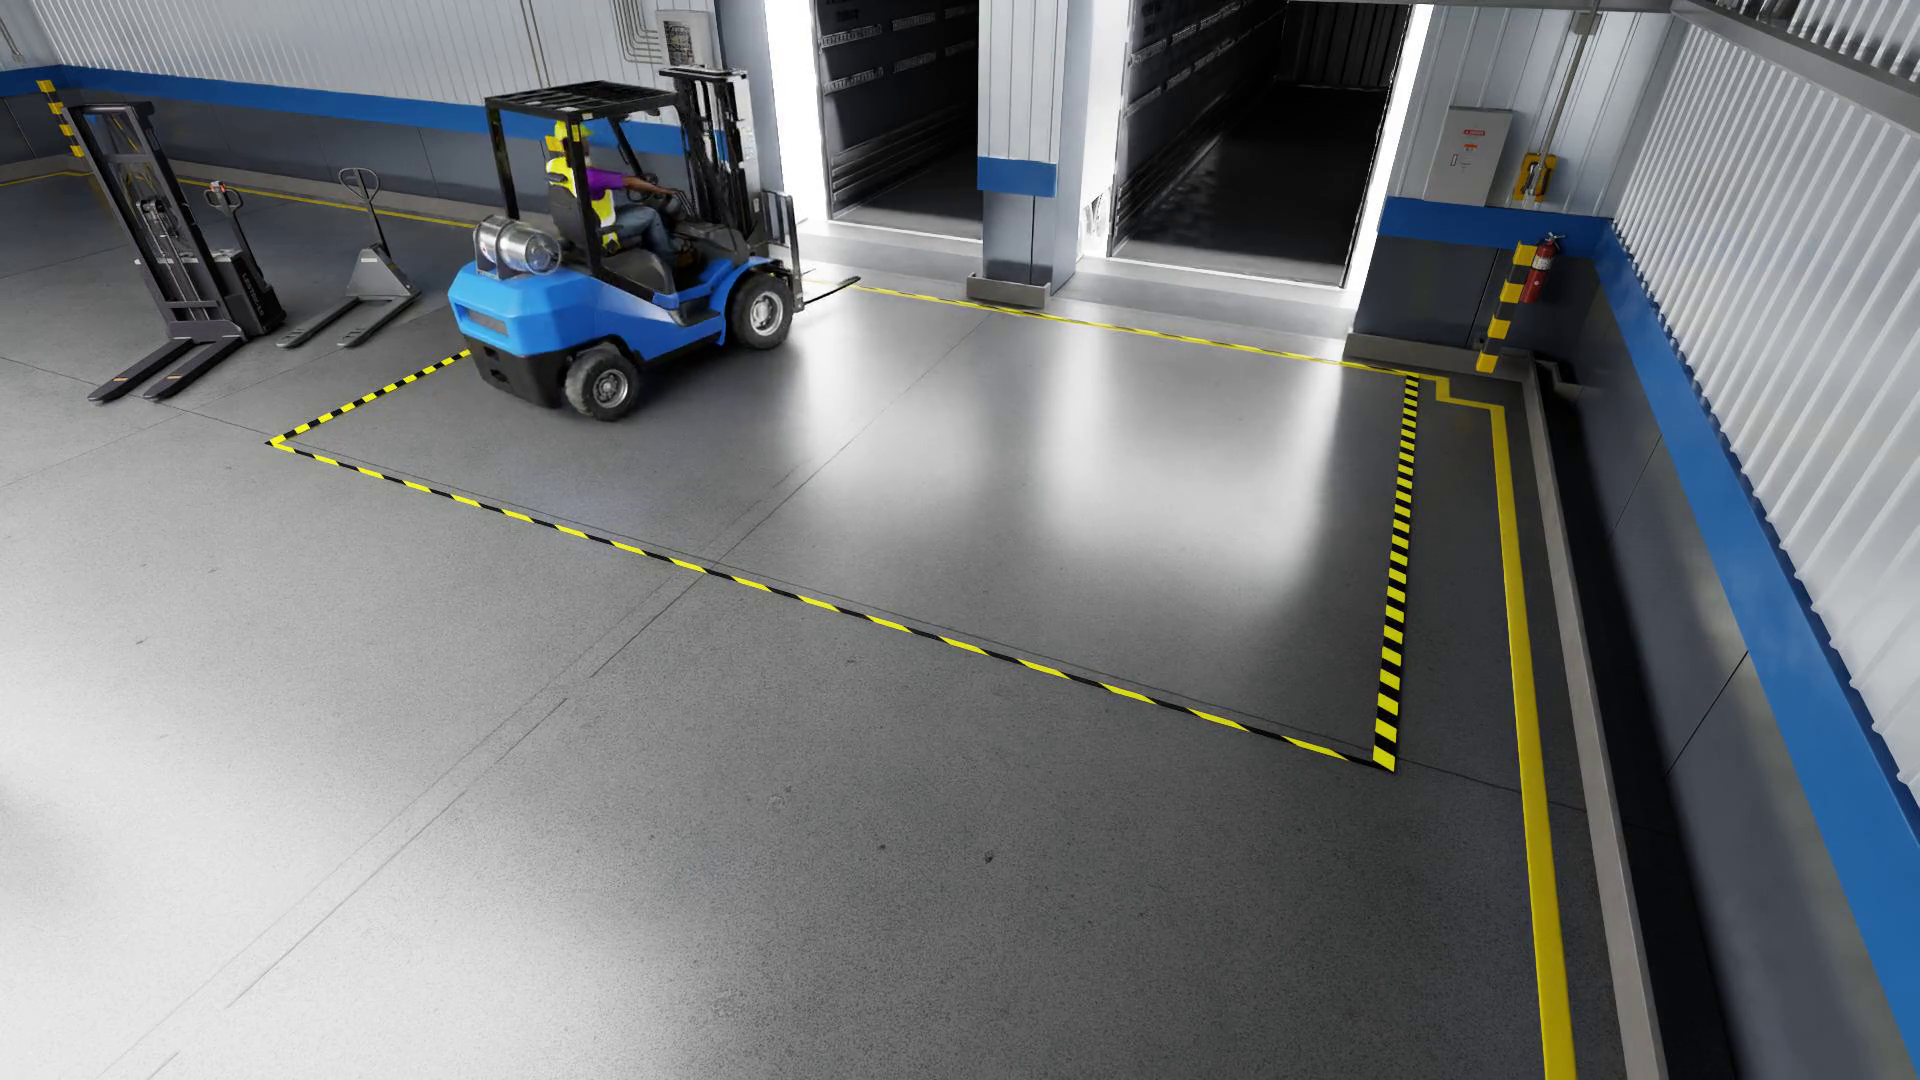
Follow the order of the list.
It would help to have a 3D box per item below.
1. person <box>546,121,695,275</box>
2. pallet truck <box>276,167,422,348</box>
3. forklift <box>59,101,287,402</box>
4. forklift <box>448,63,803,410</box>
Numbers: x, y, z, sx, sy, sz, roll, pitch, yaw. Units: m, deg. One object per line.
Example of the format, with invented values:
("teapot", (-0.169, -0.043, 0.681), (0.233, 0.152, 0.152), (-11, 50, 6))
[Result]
("person", (-2.625, -2.677, 7.212), (0.635, 1.294, 1.004), (23, 41, 29))
("pallet truck", (-5.732, -2.611, 8.414), (0.680, 1.201, 1.601), (-1, 35, -1))
("forklift", (-6.686, -2.387, 7.434), (0.823, 1.965, 1.885), (-3, 35, -5))
("forklift", (-2.666, -2.499, 7.283), (1.157, 2.036, 2.680), (23, 41, 29))
